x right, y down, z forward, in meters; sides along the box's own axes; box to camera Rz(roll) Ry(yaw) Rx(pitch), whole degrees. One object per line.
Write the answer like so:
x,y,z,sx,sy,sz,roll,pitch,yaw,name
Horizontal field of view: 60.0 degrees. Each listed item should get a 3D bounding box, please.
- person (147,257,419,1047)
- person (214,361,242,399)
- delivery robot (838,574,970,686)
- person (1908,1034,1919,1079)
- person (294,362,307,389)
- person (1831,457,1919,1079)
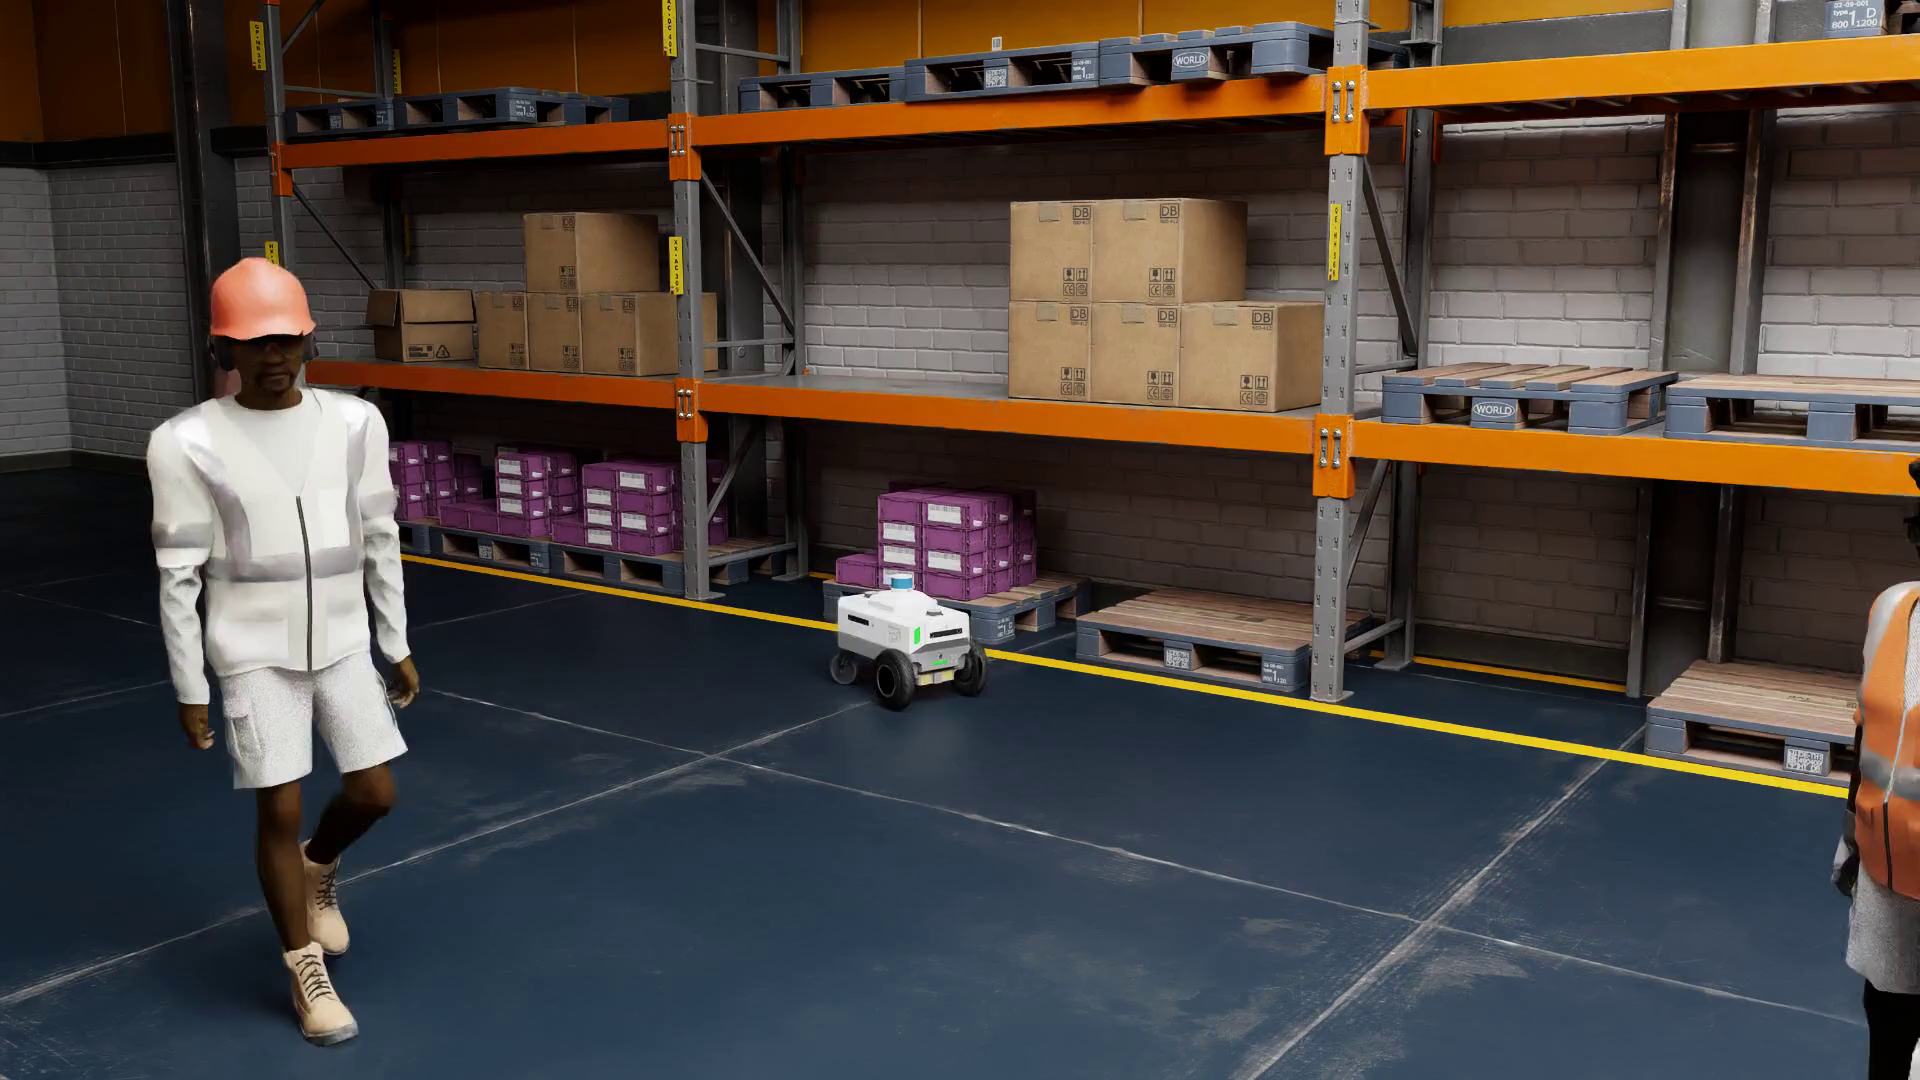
-1.769,0.282,4.382,0.638,2.030,0.578,-8,12,-40,person
-4.313,-0.584,10.036,0.393,1.878,0.885,-8,13,-40,person
-0.270,0.403,7.778,0.477,0.478,0.707,-7,12,-36,delivery robot
1.254,0.770,1.962,0.730,1.860,0.597,1,10,3,person
-4.471,-0.687,11.050,0.339,1.734,0.519,4,10,21,person
1.900,0.647,3.205,0.317,1.696,0.540,-2,10,-13,person
